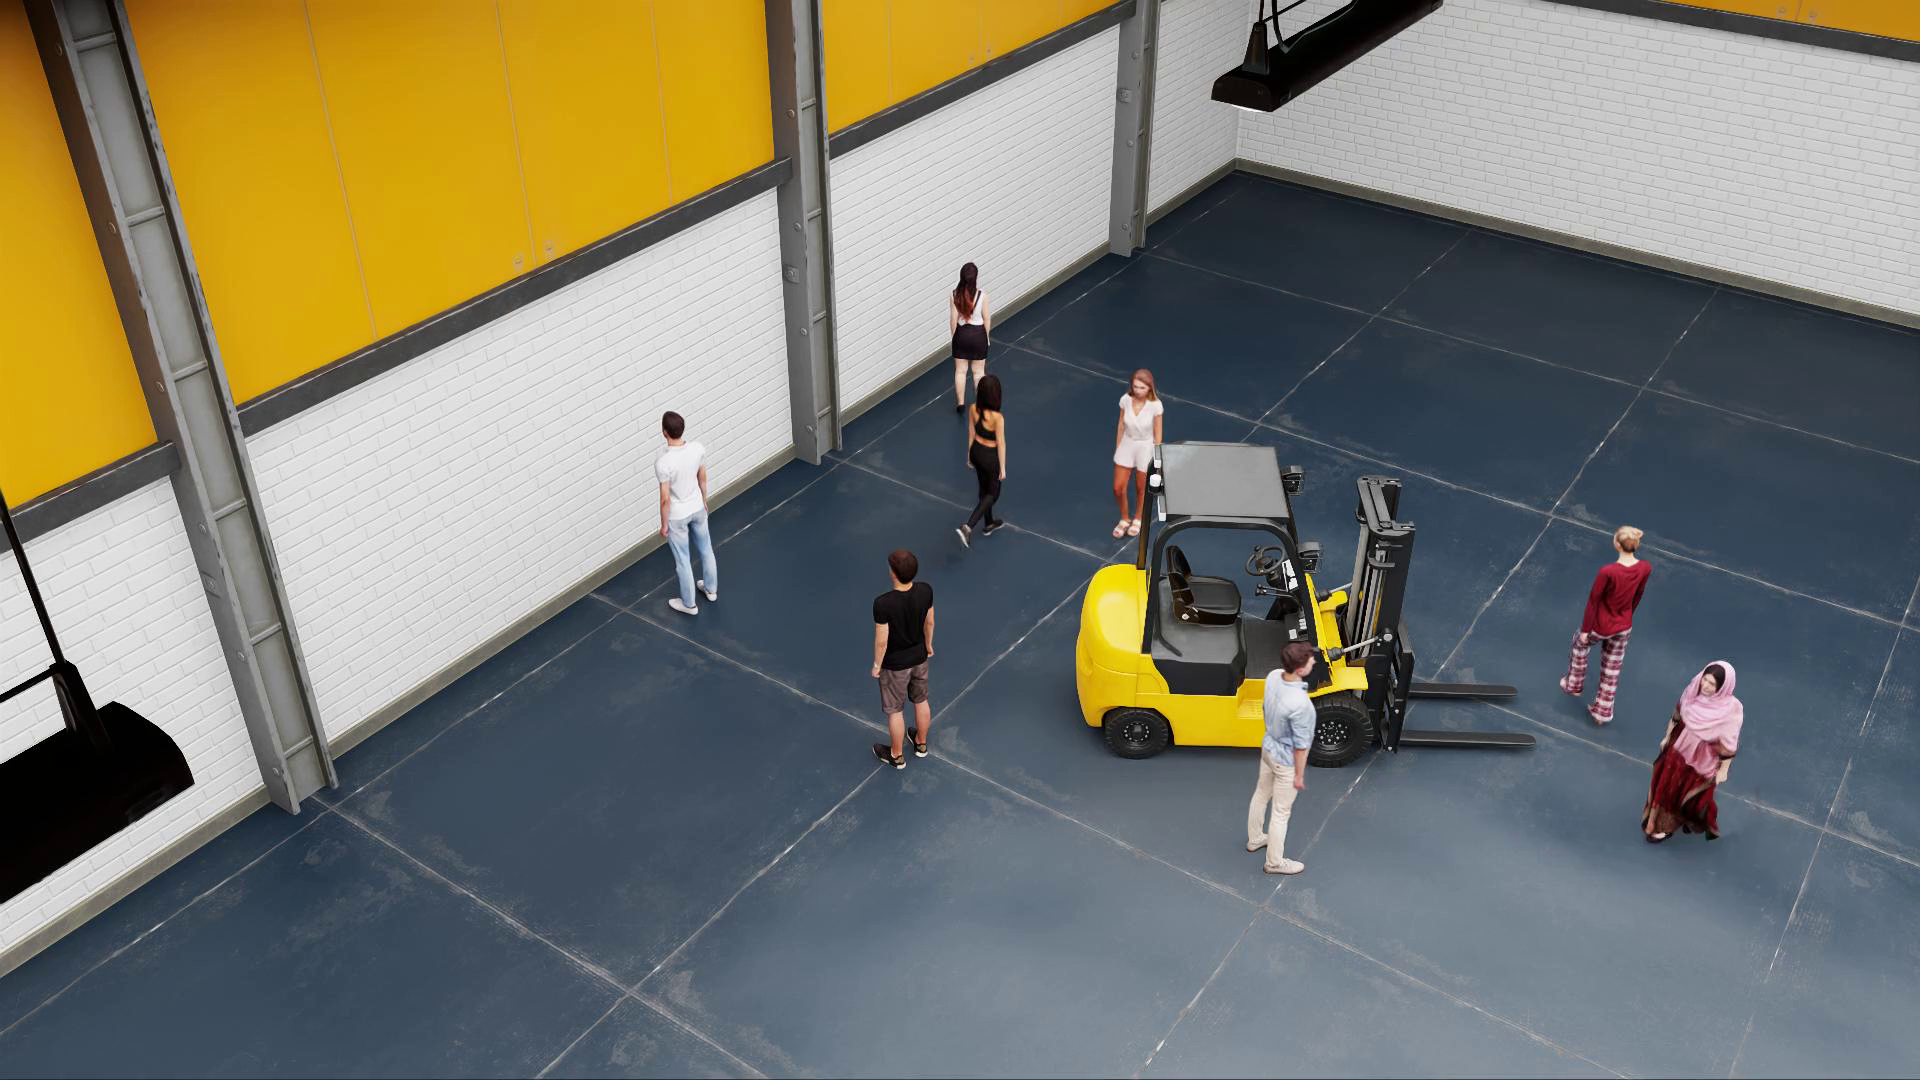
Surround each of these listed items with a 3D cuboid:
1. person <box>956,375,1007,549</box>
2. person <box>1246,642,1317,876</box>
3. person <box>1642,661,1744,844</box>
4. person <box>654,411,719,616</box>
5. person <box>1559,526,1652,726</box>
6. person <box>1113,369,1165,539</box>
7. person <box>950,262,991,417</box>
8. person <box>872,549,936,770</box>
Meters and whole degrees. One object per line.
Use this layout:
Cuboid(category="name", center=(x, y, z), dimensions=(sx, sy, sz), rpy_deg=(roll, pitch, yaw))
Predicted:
Cuboid(category="person", center=(0.182, -0.668, 14.587), dimensions=(0.610, 1.631, 0.942), rpy_deg=(25, 41, 32))
Cuboid(category="person", center=(2.169, 1.446, 11.213), dimensions=(0.764, 1.847, 0.733), rpy_deg=(-10, 35, -14))
Cuboid(category="person", center=(5.111, 1.444, 11.421), dimensions=(0.887, 1.618, 0.827), rpy_deg=(-13, 36, -19))
Cuboid(category="person", center=(-2.264, -0.227, 13.725), dimensions=(0.740, 1.850, 0.533), rpy_deg=(27, 42, 35))
Cuboid(category="person", center=(4.927, 0.672, 12.523), dimensions=(0.909, 1.684, 0.969), rpy_deg=(-5, 34, -8))
Cuboid(category="person", center=(1.611, -0.808, 14.753), dimensions=(0.643, 1.681, 0.681), rpy_deg=(14, 36, 20))
Cuboid(category="person", center=(0.095, -1.994, 16.566), dimensions=(0.632, 1.649, 0.658), rpy_deg=(1, 34, 2))
Cuboid(category="person", center=(-0.409, 0.856, 12.085), dimensions=(0.652, 1.863, 0.810), rpy_deg=(-21, 39, -28))
